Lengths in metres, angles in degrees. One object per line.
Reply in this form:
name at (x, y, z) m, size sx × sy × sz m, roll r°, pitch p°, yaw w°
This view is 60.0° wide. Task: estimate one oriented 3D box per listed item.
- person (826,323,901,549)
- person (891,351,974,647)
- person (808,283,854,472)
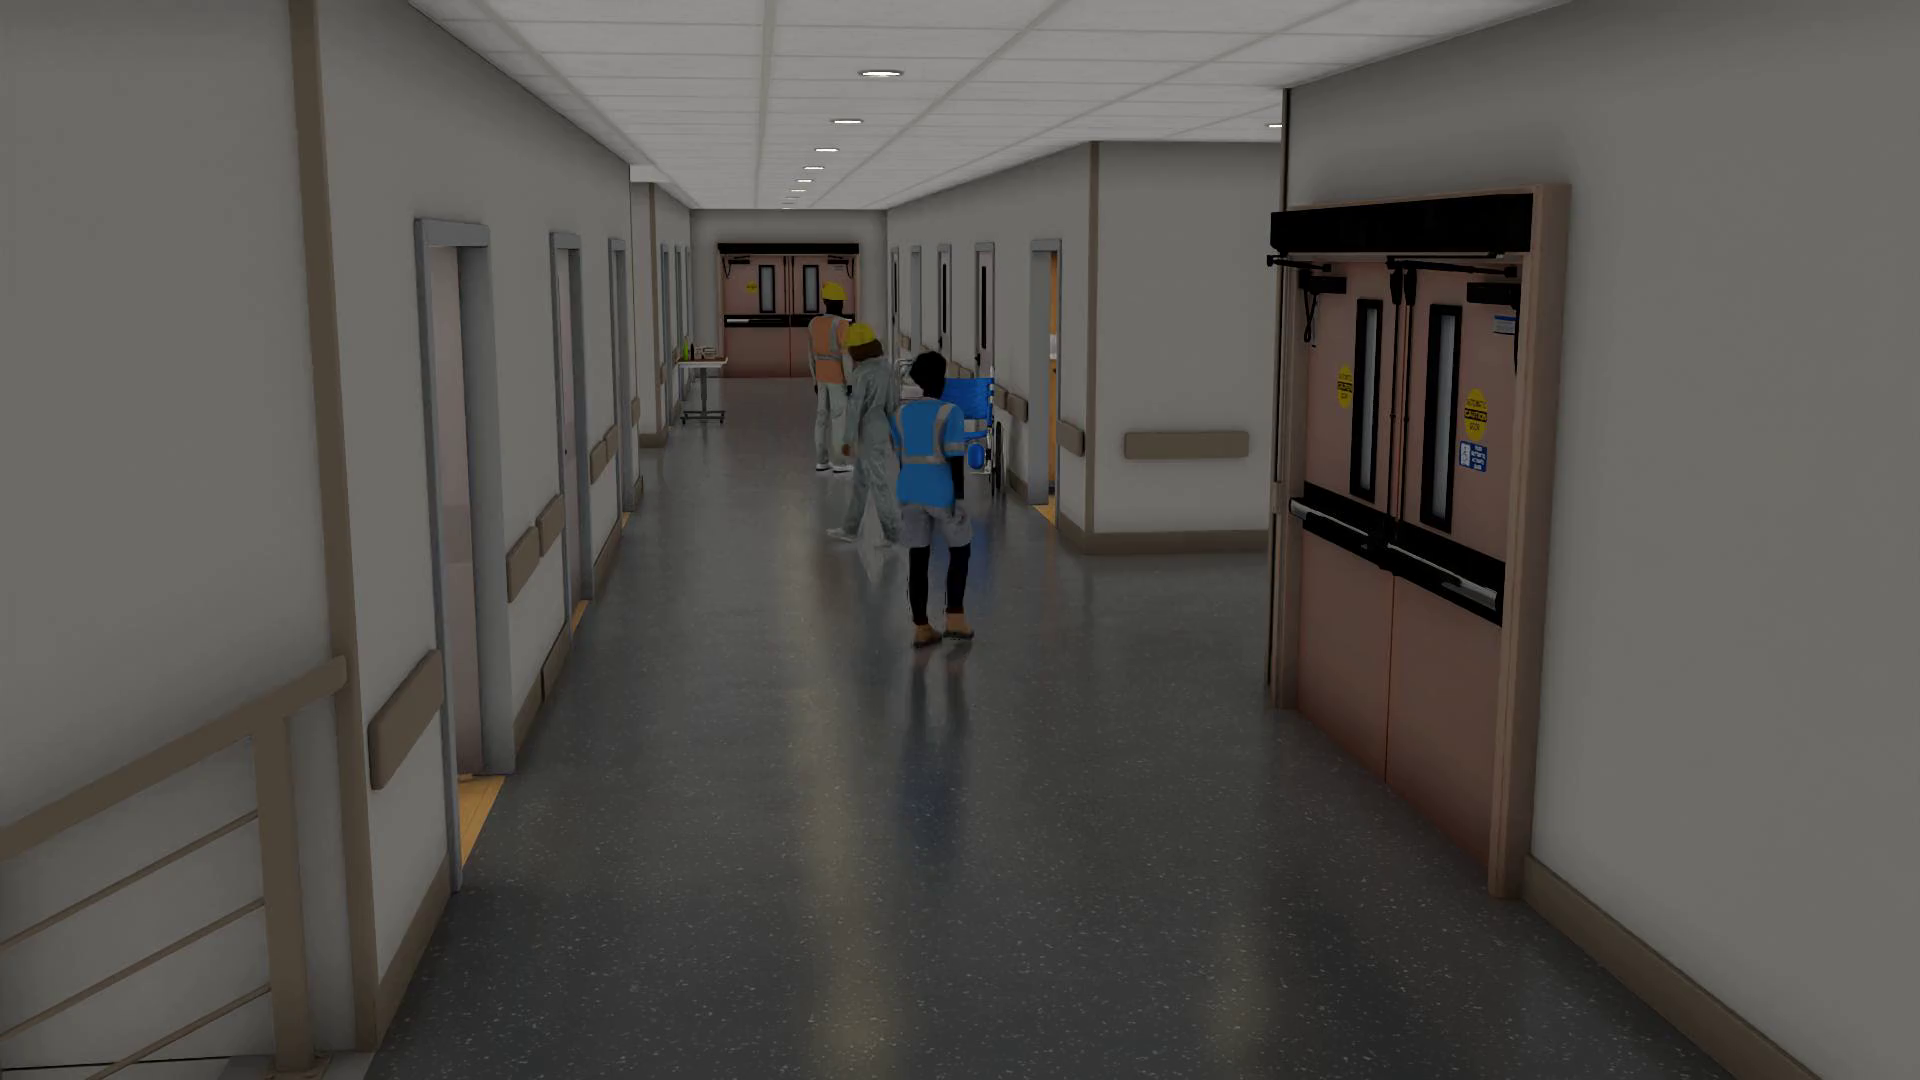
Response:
person at (-0.771, -0.787, 12.583) m, size 0.795 × 1.703 × 0.510 m, roll 4°, pitch 11°, yaw 23°
person at (-0.179, -0.232, 9.461) m, size 0.529 × 1.664 × 0.433 m, roll 6°, pitch 11°, yaw 31°
person at (-1.295, -1.653, 16.985) m, size 0.585 × 1.929 × 0.370 m, roll 9°, pitch 13°, yaw 42°
